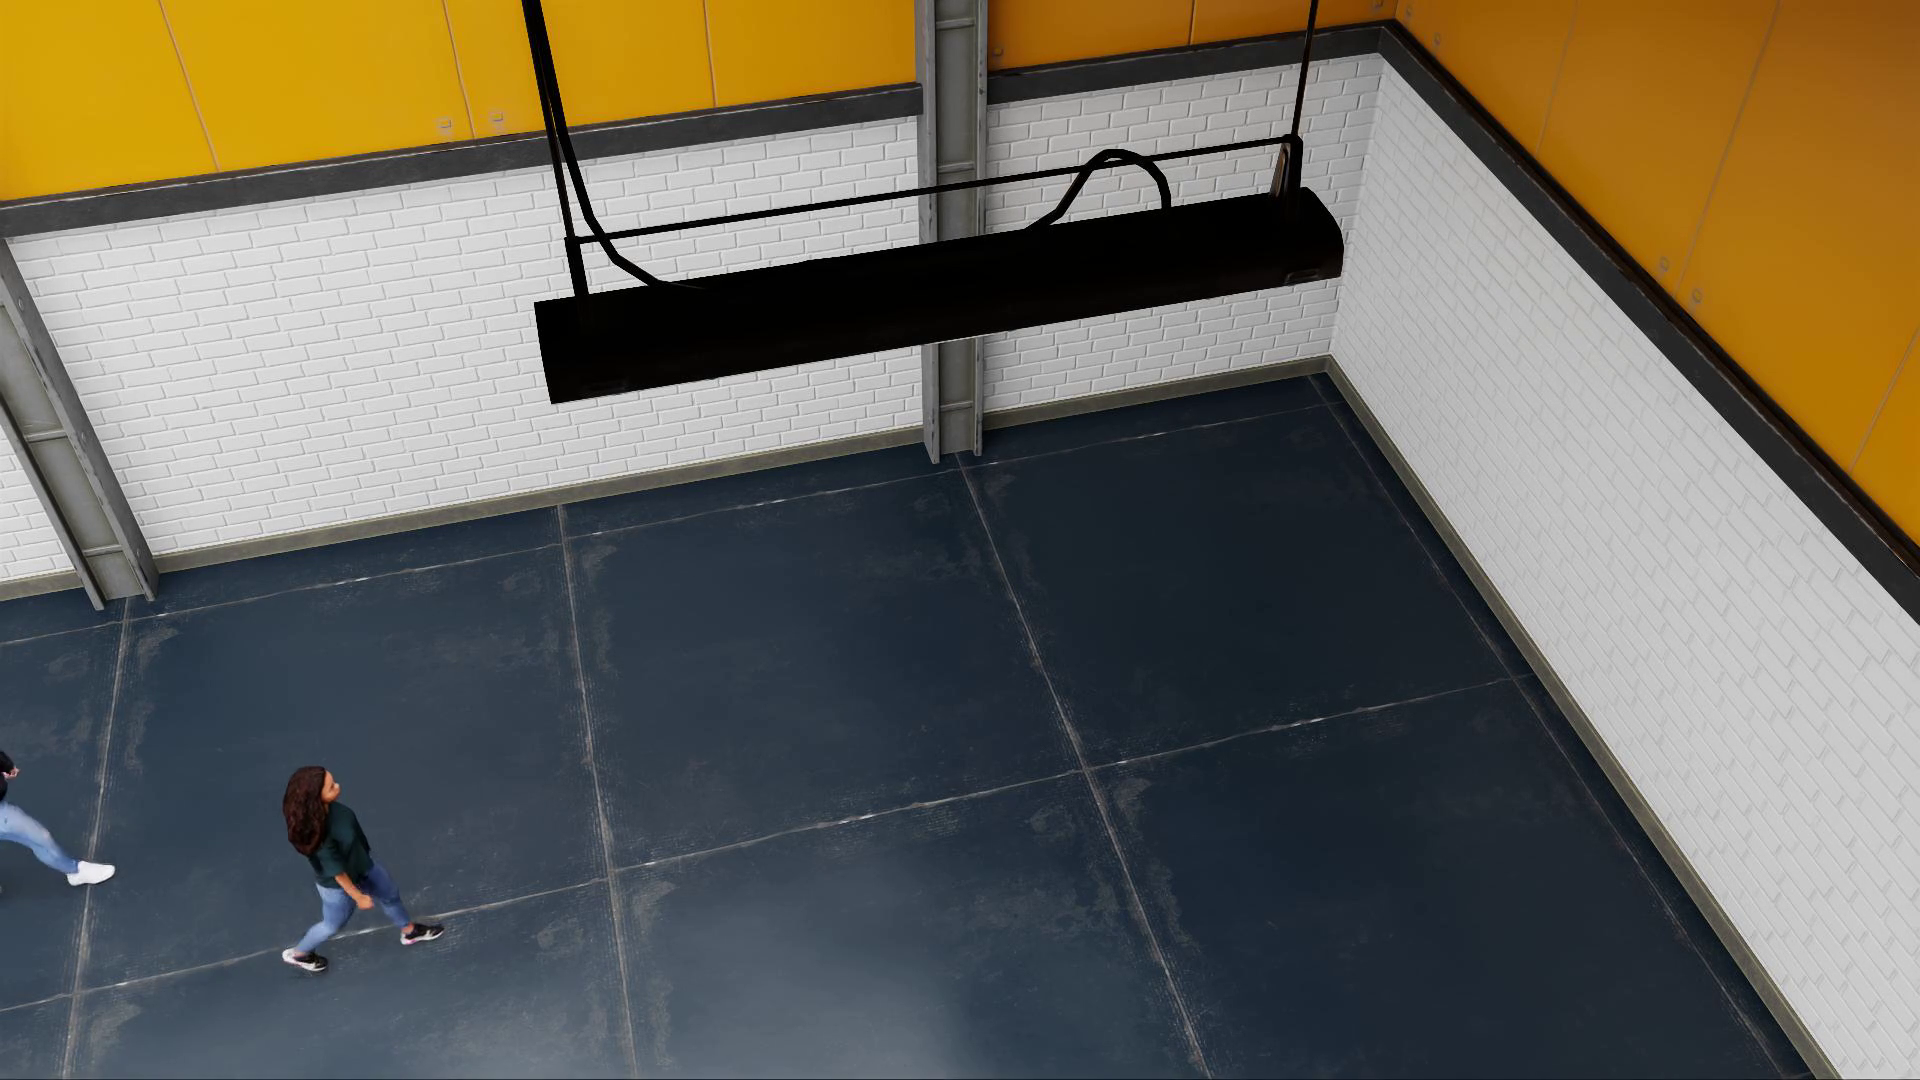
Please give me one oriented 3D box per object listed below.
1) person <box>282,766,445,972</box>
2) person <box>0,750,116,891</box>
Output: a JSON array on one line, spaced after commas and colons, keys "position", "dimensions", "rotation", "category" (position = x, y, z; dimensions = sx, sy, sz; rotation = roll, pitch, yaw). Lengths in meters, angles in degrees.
[{"position": [-3.418, 1.829, 8.993], "dimensions": [1.080, 1.584, 0.619], "rotation": [-8, 44, -8], "category": "person"}, {"position": [-5.536, 1.507, 9.328], "dimensions": [1.090, 1.589, 0.630], "rotation": [-11, 45, -11], "category": "person"}]
